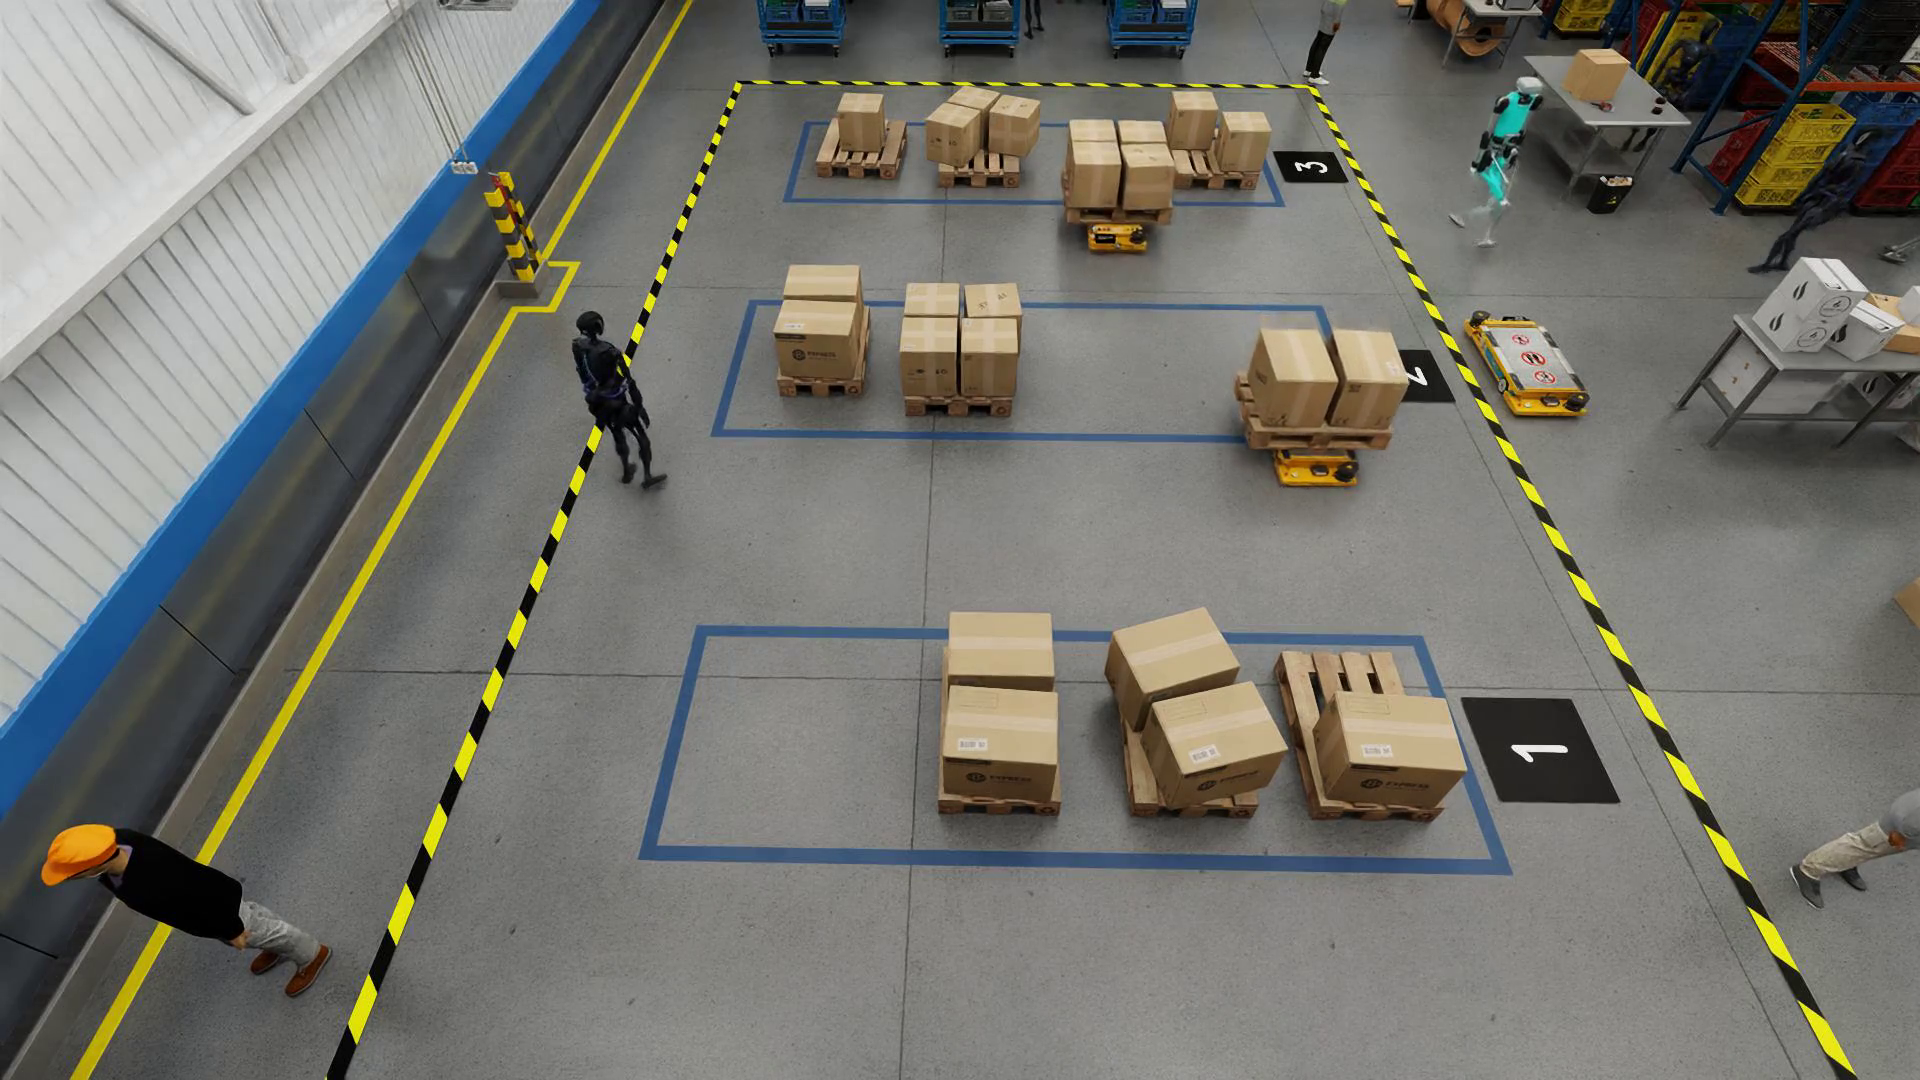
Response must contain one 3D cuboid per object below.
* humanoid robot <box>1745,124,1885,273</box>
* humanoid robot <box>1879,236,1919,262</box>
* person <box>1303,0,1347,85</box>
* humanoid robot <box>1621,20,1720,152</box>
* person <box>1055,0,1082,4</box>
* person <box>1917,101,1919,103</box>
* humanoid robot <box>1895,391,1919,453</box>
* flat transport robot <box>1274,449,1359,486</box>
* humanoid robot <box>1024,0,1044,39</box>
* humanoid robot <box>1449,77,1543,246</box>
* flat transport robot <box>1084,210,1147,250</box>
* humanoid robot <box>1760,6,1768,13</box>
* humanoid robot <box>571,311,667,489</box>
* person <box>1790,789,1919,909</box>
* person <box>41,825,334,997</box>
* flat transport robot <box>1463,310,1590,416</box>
[{"bbox_3d":[9.068,-3.583,9.703,0.487,1.643,0.600,10,50,9],"label":"humanoid robot"},{"bbox_3d":[10.699,-3.779,9.770,0.530,1.701,0.710,-34,57,-26],"label":"humanoid robot"},{"bbox_3d":[5.288,-7.443,12.929,0.387,1.850,0.599,0,49,0],"label":"person"},{"bbox_3d":[8.954,-5.681,11.524,0.590,1.642,0.476,33,57,25],"label":"humanoid robot"},{"bbox_3d":[1.836,-9.830,14.947,0.637,1.932,0.365,-8,50,-7],"label":"person"},{"bbox_3d":[13.065,-6.251,11.769,0.366,2.048,0.605,-5,49,-4],"label":"person"},{"bbox_3d":[8.727,-1.384,7.828,0.566,1.885,0.790,-24,53,-19],"label":"humanoid robot"},{"bbox_3d":[3.157,-1.068,8.439,0.652,0.197,1.431,1,49,1],"label":"flat transport robot"},{"bbox_3d":[1.112,-8.648,14.087,0.588,1.652,0.410,-21,52,-18],"label":"humanoid robot"},{"bbox_3d":[6.053,-4.067,10.111,0.531,1.778,1.018,-11,50,-9],"label":"humanoid robot"},{"bbox_3d":[1.821,-3.928,10.914,0.652,0.197,1.431,1,49,1],"label":"flat transport robot"},{"bbox_3d":[13.529,-9.451,14.806,0.612,1.648,0.664,7,50,6],"label":"humanoid robot"},{"bbox_3d":[-2.887,-1.130,7.588,0.614,1.641,0.394,16,51,13],"label":"humanoid robot"},{"bbox_3d":[5.492,1.569,5.182,0.574,1.768,0.399,-13,50,-11],"label":"person"},{"bbox_3d":[-3.973,1.937,4.790,0.589,1.880,0.381,21,52,17],"label":"person"},{"bbox_3d":[5.573,-1.757,9.054,0.659,0.231,1.431,1,49,1],"label":"flat transport robot"}]
